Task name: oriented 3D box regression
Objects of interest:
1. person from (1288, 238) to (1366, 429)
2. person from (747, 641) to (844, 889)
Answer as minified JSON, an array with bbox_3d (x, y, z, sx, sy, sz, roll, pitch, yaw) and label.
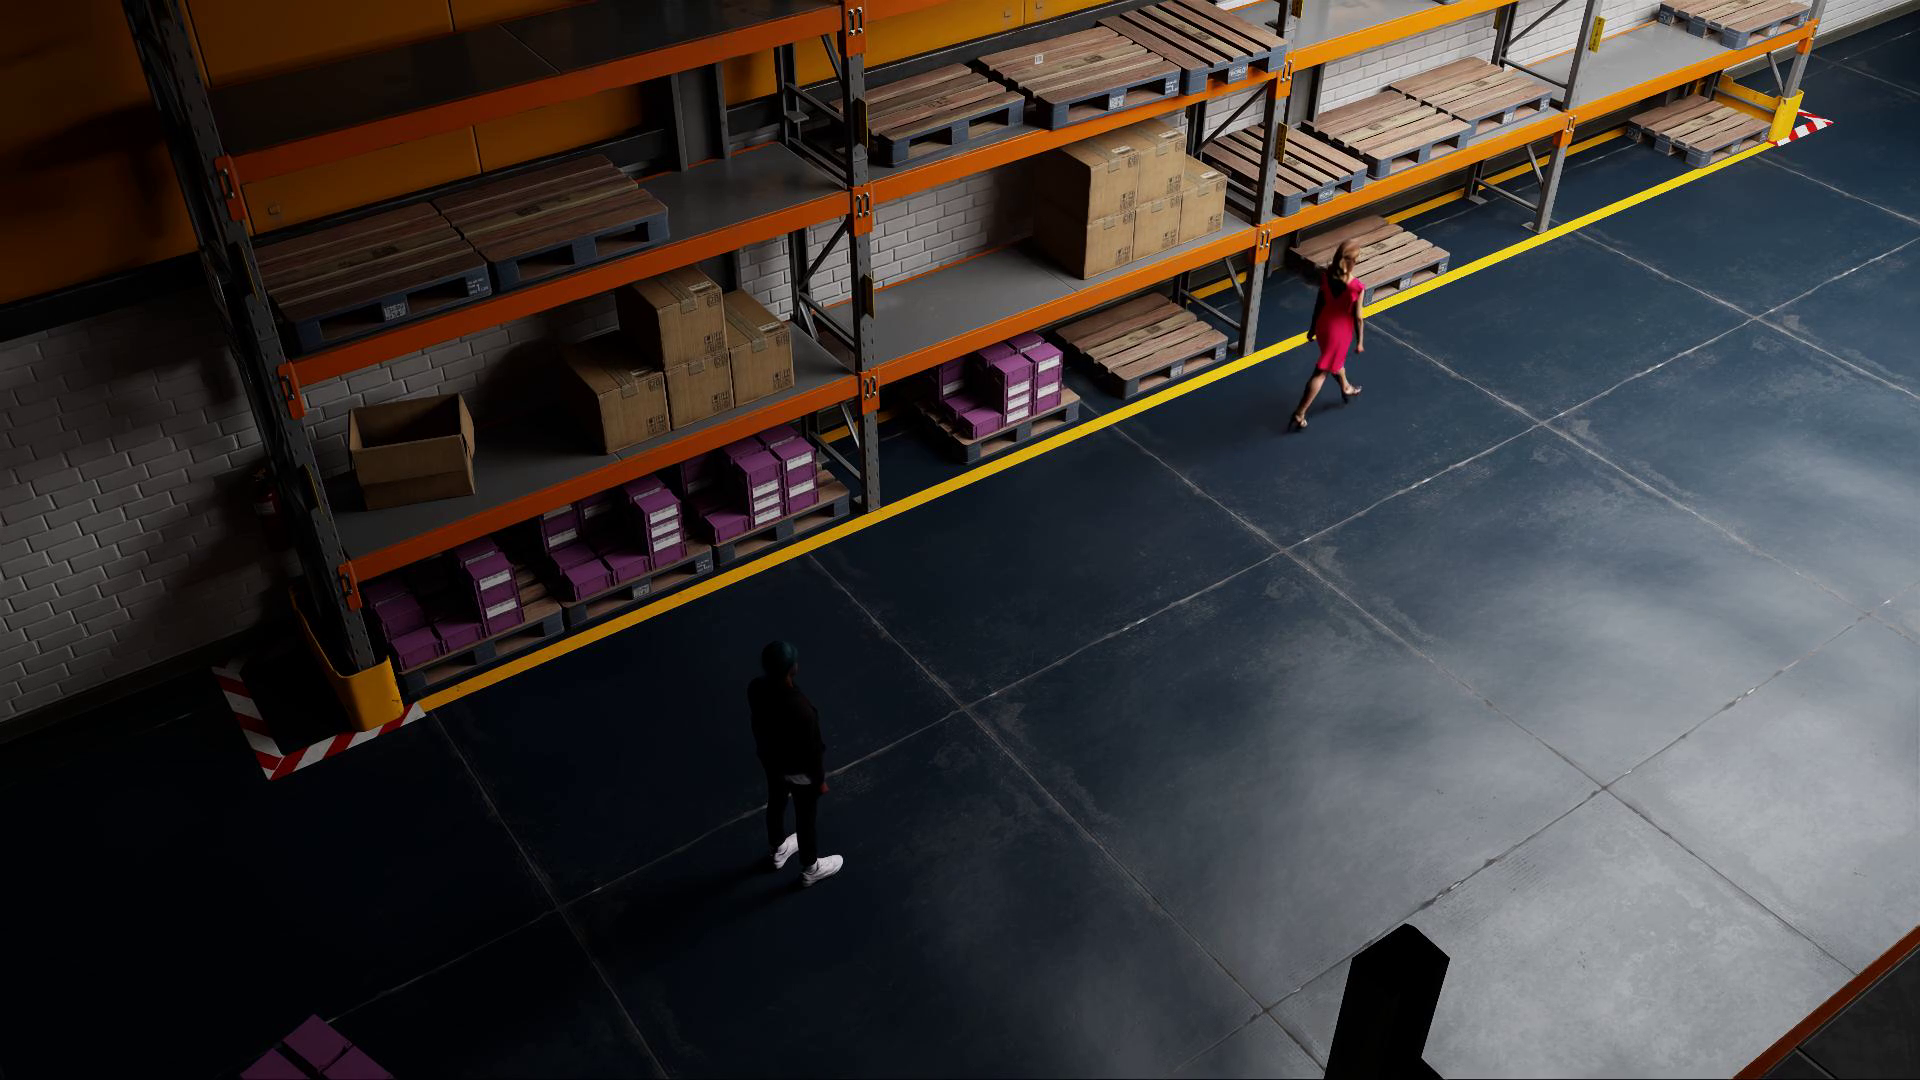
[{"bbox_3d":[2.985,-1.637,13.573,1.044,1.685,0.595,-22,44,-25],"label":"person"},{"bbox_3d":[-1.007,1.309,9.779,0.730,1.816,0.675,28,46,30],"label":"person"}]
